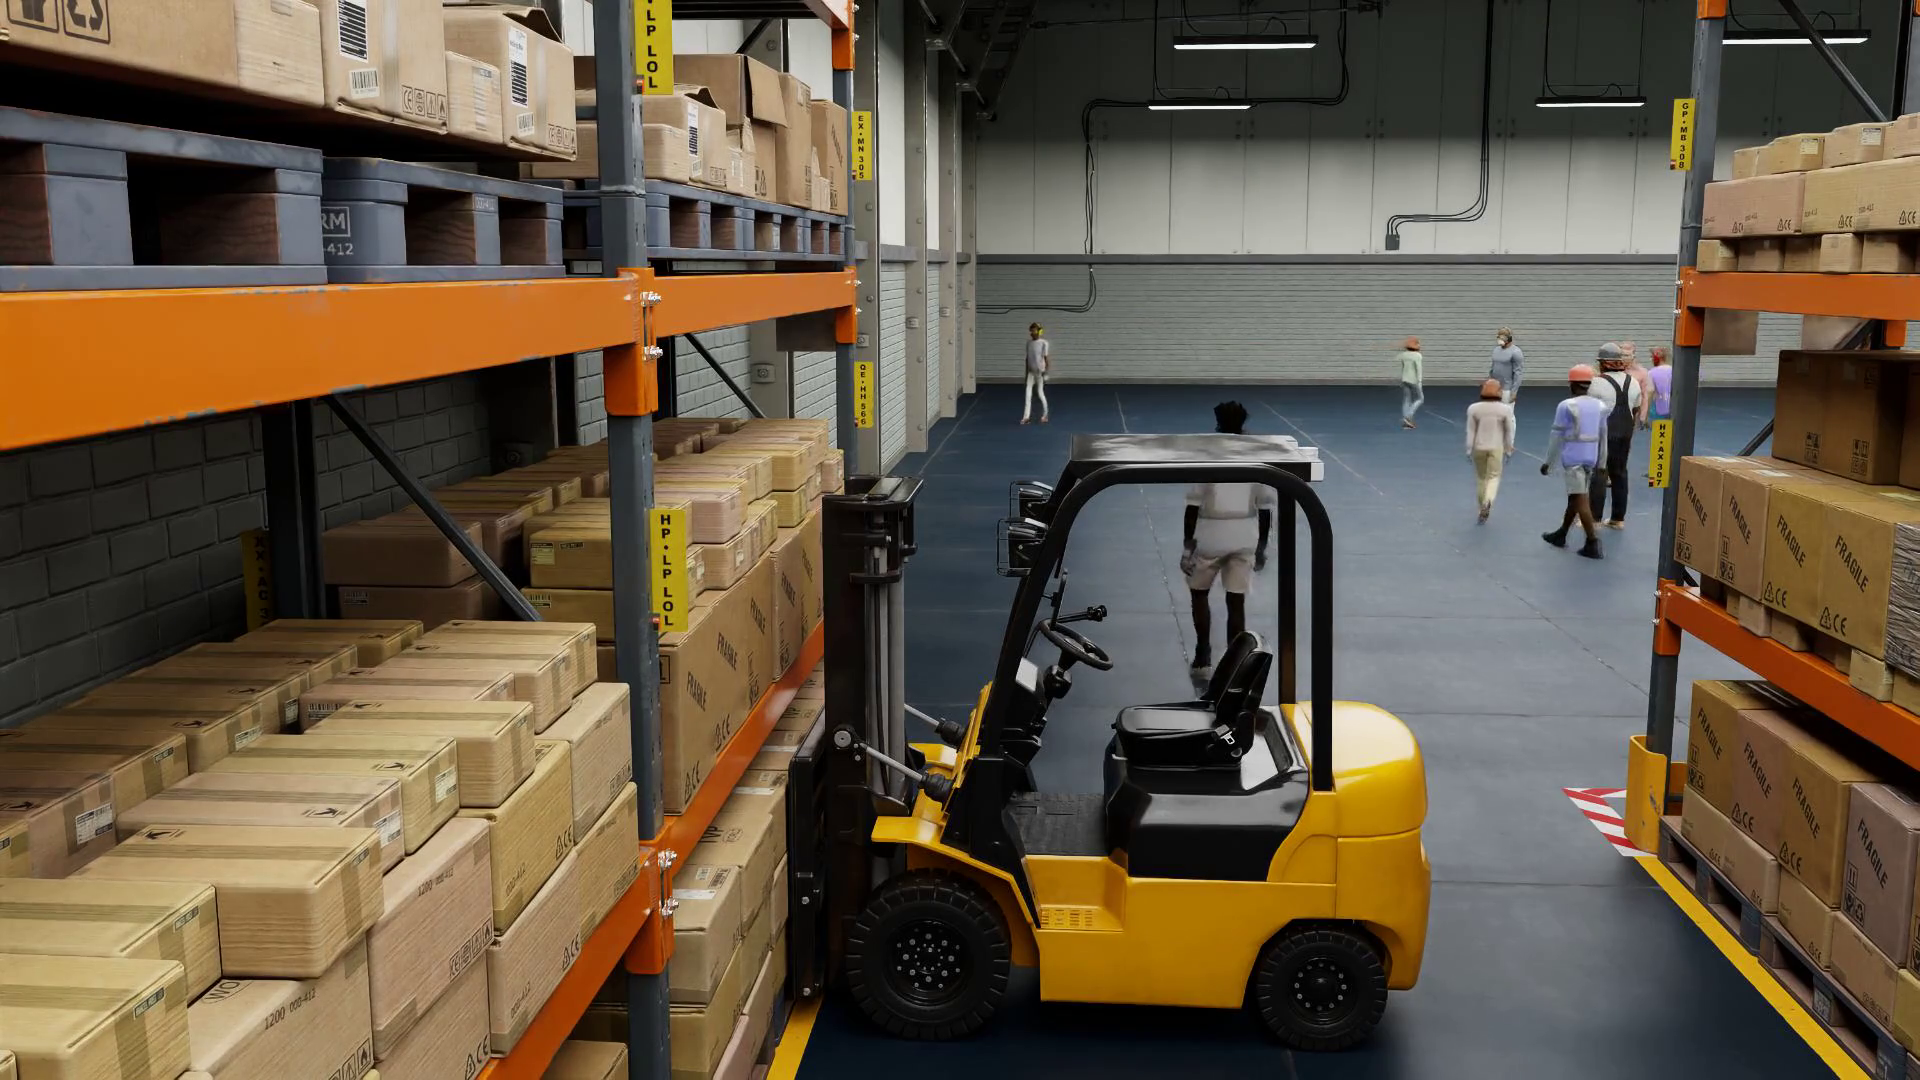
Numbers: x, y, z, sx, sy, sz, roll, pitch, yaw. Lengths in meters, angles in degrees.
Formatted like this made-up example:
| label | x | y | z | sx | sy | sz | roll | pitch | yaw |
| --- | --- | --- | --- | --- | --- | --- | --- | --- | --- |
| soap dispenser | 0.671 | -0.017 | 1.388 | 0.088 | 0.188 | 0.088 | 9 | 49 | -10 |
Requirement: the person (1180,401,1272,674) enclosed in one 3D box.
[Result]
| label | x | y | z | sx | sy | sz | roll | pitch | yaw |
| --- | --- | --- | --- | --- | --- | --- | --- | --- | --- |
| person | 1.801 | 0.013 | 11.433 | 0.649 | 1.945 | 0.630 | -1 | 9 | -5 |

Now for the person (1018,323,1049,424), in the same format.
| label | x | y | z | sx | sy | sz | roll | pitch | yaw |
| --- | --- | --- | --- | --- | --- | --- | --- | --- | --- |
| person | 1.384 | -3.029 | 30.214 | 0.540 | 1.841 | 0.795 | 7 | 11 | 35 |

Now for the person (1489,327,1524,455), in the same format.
| label | x | y | z | sx | sy | sz | roll | pitch | yaw |
| --- | --- | --- | --- | --- | --- | --- | --- | --- | --- |
| person | 8.271 | -2.270 | 25.313 | 0.372 | 1.939 | 0.631 | -4 | 10 | -24 |

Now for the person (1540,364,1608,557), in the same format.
| label | x | y | z | sx | sy | sz | roll | pitch | yaw |
| --- | --- | --- | --- | --- | --- | --- | --- | --- | --- |
| person | 6.153 | -0.796 | 16.562 | 0.552 | 1.890 | 0.964 | -4 | 10 | -21 |

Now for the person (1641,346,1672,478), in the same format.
| label | x | y | z | sx | sy | sz | roll | pitch | yaw |
| --- | --- | --- | --- | --- | --- | --- | --- | --- | --- |
| person | 9.366 | -1.671 | 22.096 | 0.584 | 1.811 | 0.783 | -4 | 10 | -23 |

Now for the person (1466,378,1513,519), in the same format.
| label | x | y | z | sx | sy | sz | roll | pitch | yaw |
| --- | --- | --- | --- | --- | --- | --- | --- | --- | --- |
| person | 5.911 | -1.002 | 18.629 | 0.498 | 1.613 | 0.629 | 5 | 10 | 26 |

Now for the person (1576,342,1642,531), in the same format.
| label | x | y | z | sx | sy | sz | roll | pitch | yaw |
| --- | --- | --- | --- | --- | --- | --- | --- | --- | --- |
| person | 6.979 | -1.122 | 18.043 | 0.684 | 2.000 | 0.536 | -3 | 10 | -20 |

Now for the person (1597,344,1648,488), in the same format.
| label | x | y | z | sx | sy | sz | roll | pitch | yaw |
| --- | --- | --- | --- | --- | --- | --- | --- | --- | --- |
| person | 8.647 | -1.644 | 21.783 | 0.644 | 1.863 | 0.984 | 3 | 10 | 15 |

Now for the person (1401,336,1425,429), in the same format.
| label | x | y | z | sx | sy | sz | roll | pitch | yaw |
| --- | --- | --- | --- | --- | --- | --- | --- | --- | --- |
| person | 7.946 | -2.759 | 29.195 | 0.341 | 1.620 | 0.520 | -5 | 10 | -26 |
